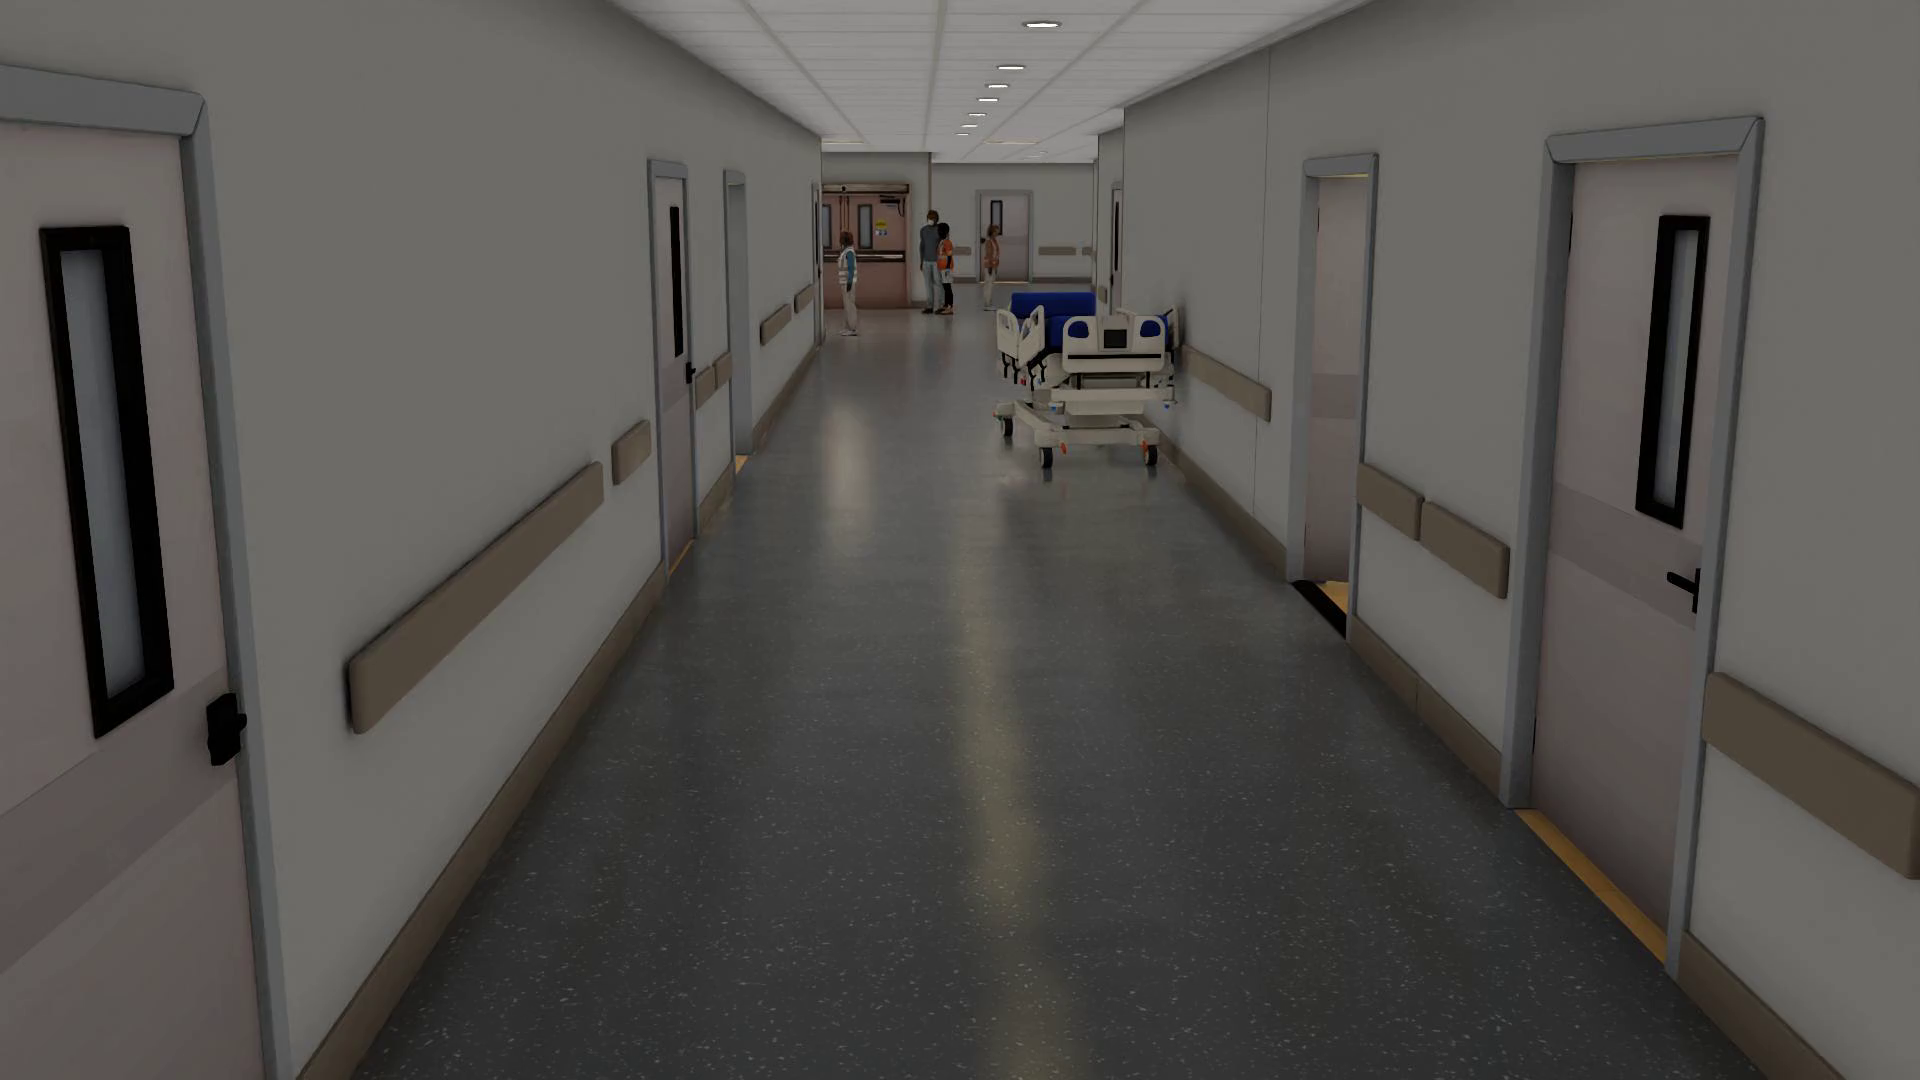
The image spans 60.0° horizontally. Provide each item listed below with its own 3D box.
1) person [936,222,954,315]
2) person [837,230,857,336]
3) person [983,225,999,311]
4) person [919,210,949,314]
[{"bbox_3d":[-0.287,-5.033,30.860,0.318,1.695,0.539,-4,12,-17],"label":"person"},{"bbox_3d":[-1.762,-4.018,26.056,0.307,1.639,0.525,-3,12,-13],"label":"person"},{"bbox_3d":[0.599,-5.214,31.887,0.311,1.636,0.522,3,12,14],"label":"person"},{"bbox_3d":[-0.484,-5.172,30.969,0.631,1.932,0.364,8,14,33],"label":"person"}]
